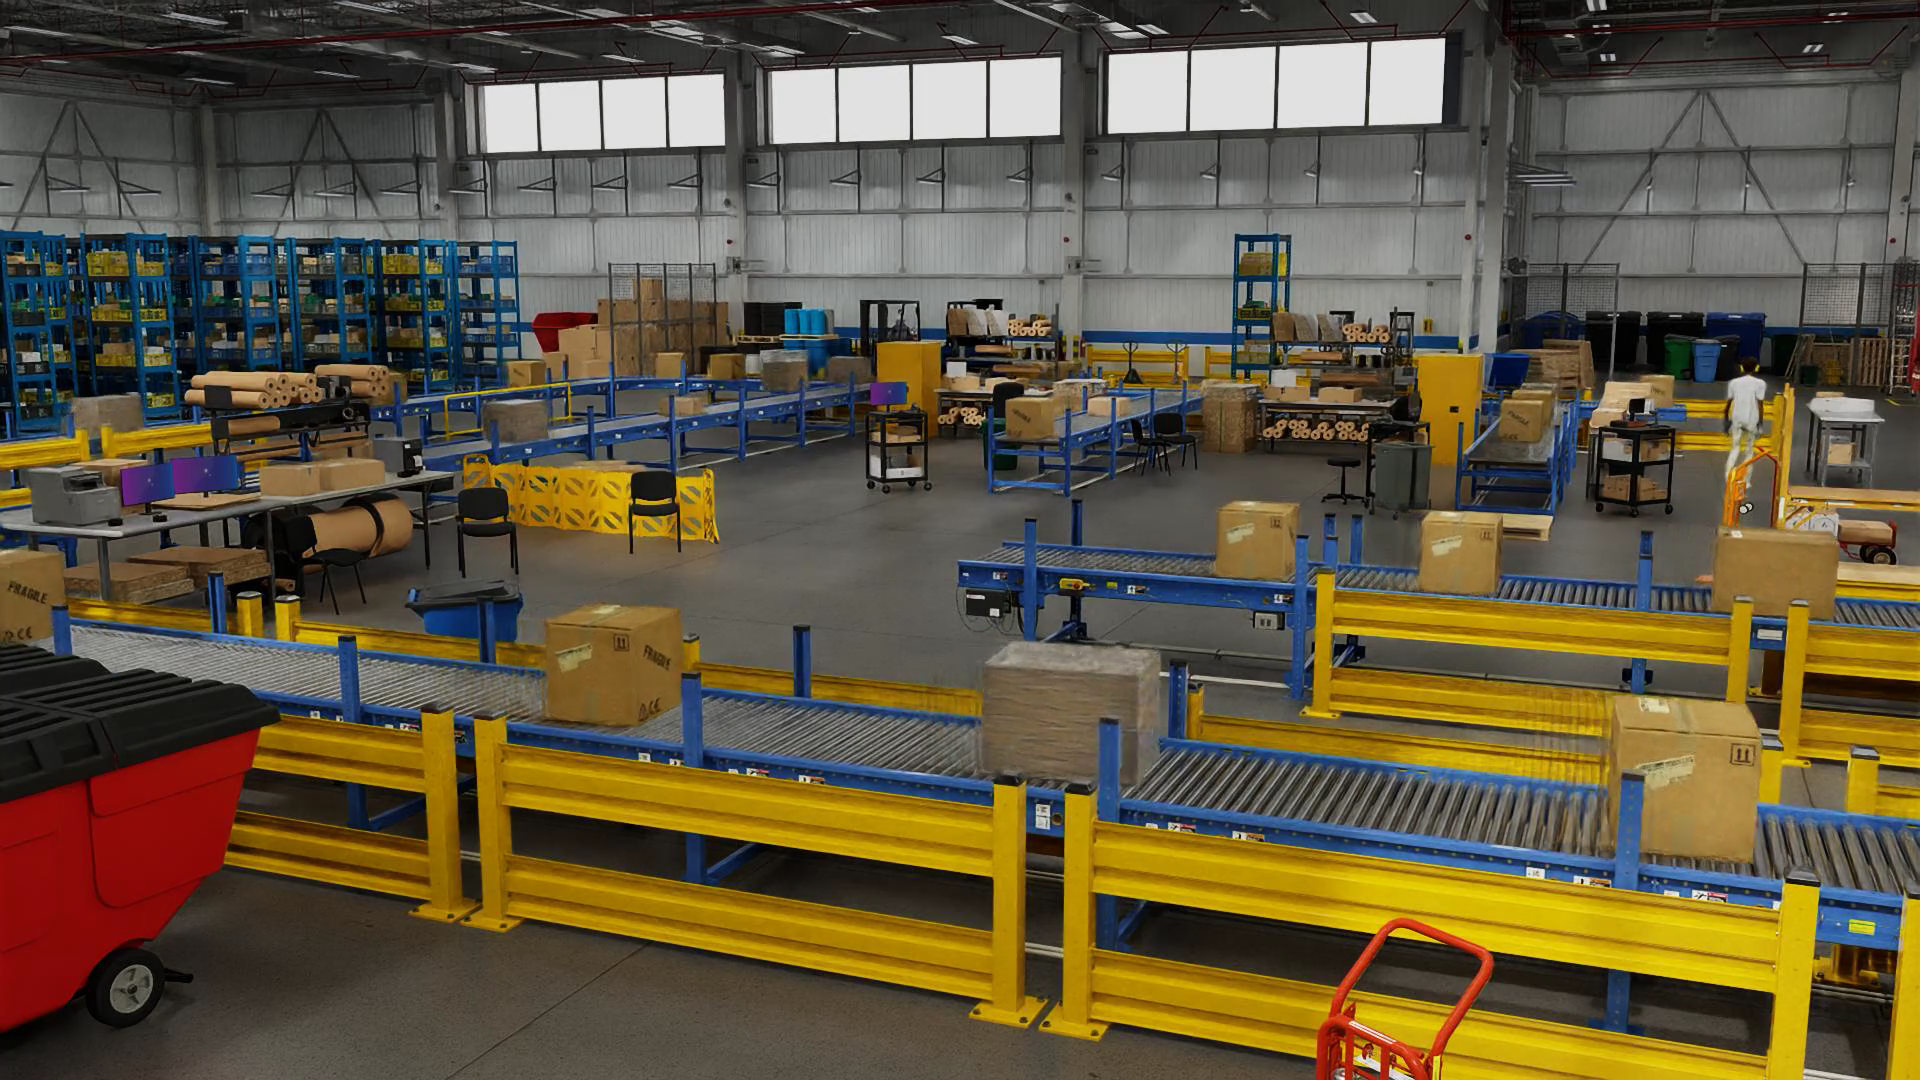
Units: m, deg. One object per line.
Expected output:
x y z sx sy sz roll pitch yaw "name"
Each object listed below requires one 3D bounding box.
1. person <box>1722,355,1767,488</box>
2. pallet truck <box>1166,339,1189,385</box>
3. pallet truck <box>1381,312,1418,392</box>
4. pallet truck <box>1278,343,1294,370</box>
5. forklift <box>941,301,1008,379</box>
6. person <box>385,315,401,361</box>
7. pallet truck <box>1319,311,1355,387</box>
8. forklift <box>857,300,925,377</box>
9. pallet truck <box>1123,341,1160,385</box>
10.581 -1.576 22.497 0.531 1.835 0.783 7 12 37 "person"
5.418 -4.269 40.420 0.704 1.261 1.522 3 10 20 "pallet truck"
10.207 -4.283 38.369 0.823 1.965 1.885 3 10 20 "pallet truck"
7.886 -4.163 39.743 0.653 1.274 1.630 4 10 22 "pallet truck"
0.365 -4.966 41.571 1.157 1.987 2.680 3 10 20 "forklift"
-16.250 -5.835 47.779 0.623 1.993 0.385 5 11 29 "person"
9.071 -4.419 39.190 0.823 1.965 1.885 5 10 26 "pallet truck"
-1.732 -5.109 42.468 1.157 1.987 2.680 4 10 22 "forklift"
4.445 -4.380 41.279 0.680 1.201 1.601 4 10 22 "pallet truck"
